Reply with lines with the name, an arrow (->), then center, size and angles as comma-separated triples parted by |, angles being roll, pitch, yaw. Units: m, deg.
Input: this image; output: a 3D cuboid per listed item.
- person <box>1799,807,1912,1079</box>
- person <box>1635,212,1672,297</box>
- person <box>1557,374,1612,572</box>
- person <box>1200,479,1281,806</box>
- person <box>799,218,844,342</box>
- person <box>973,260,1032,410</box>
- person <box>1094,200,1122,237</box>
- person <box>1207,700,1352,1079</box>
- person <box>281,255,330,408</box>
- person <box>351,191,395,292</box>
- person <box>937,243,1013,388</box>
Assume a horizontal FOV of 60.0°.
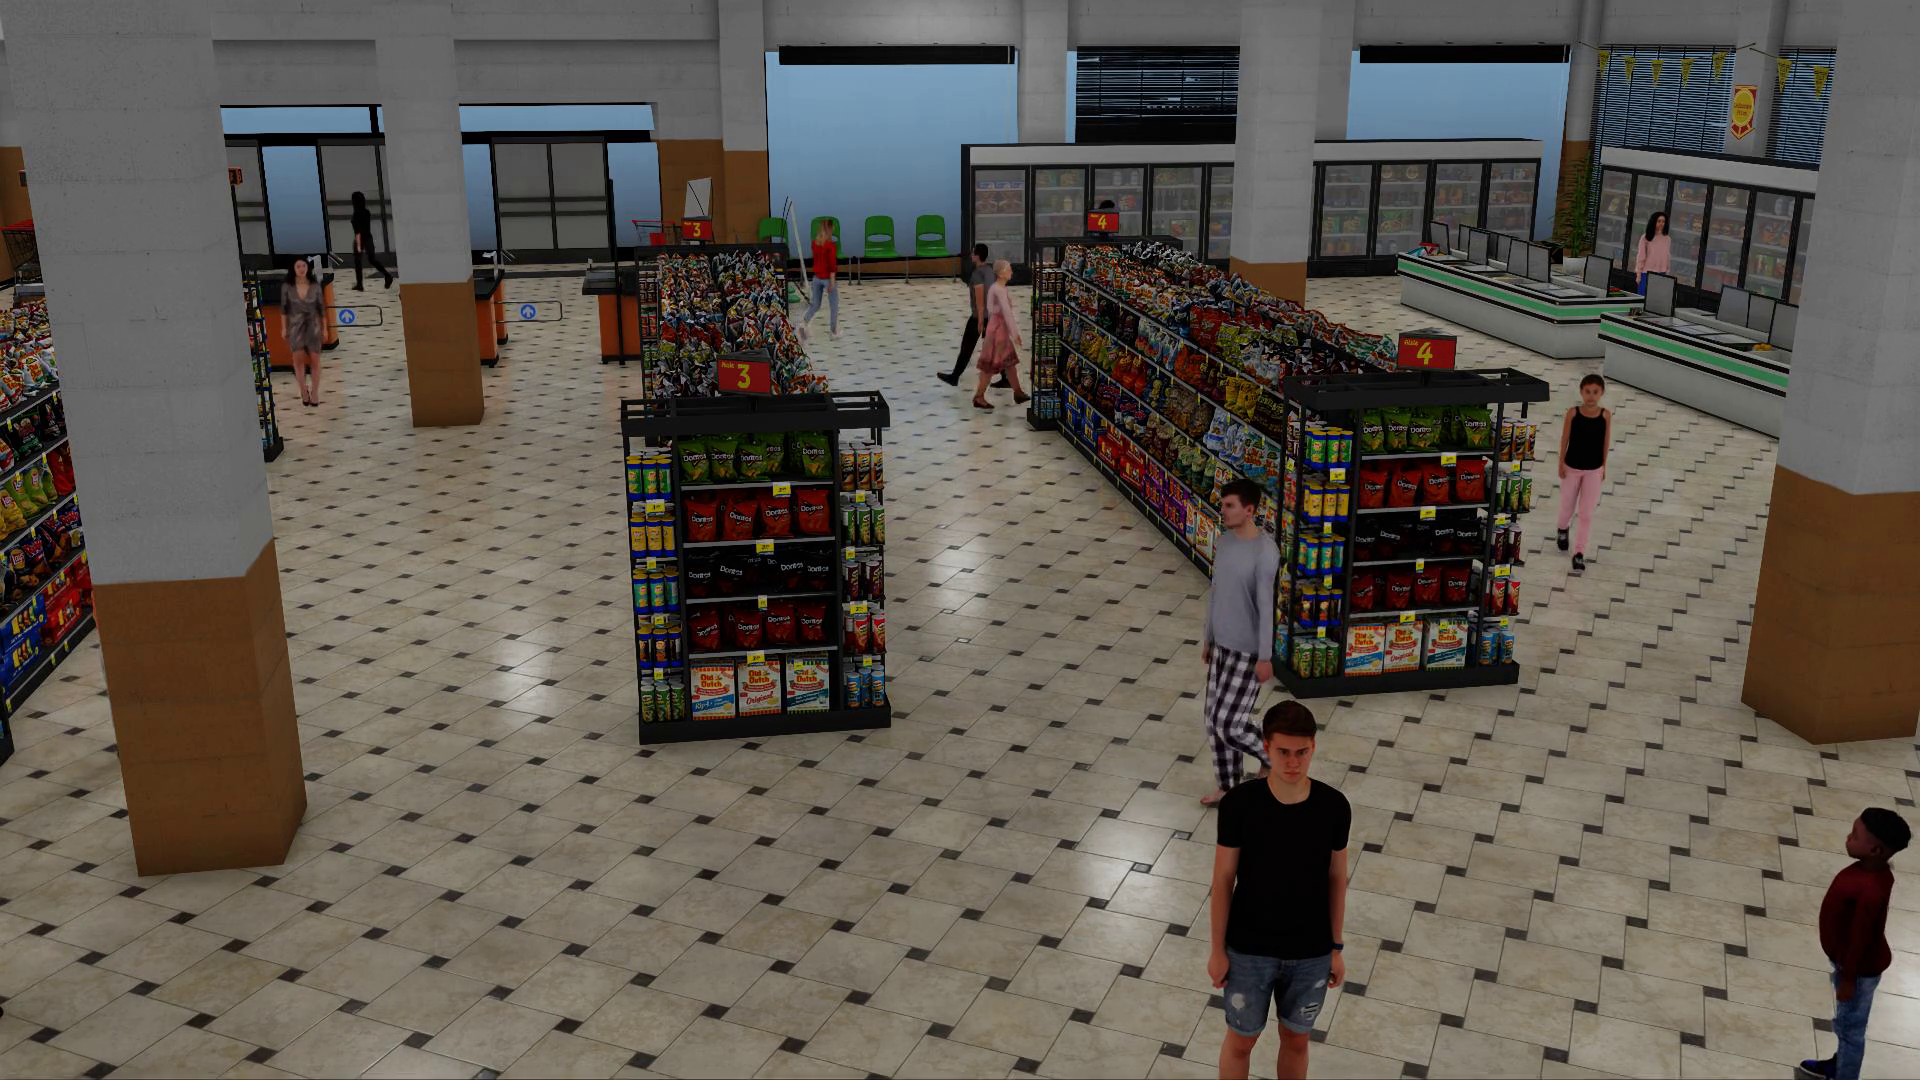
person -> 3.518, 1.625, 6.490 | 0.645, 1.253, 0.578 | 10, 20, 30
person -> 9.502, -3.619, 22.869 | 0.663, 1.771, 0.579 | -1, 17, -3
person -> 4.924, -0.557, 13.174 | 0.761, 1.546, 0.996 | 4, 17, 14
person -> 1.577, 0.565, 8.986 | 0.820, 1.832, 0.774 | -9, 19, -27
person -> -1.911, -3.494, 22.628 | 1.041, 1.673, 1.121 | 11, 20, 32
person -> 0.341, -2.276, 18.635 | 0.698, 1.662, 0.911 | -1, 17, -4
person -> 2.134, -4.123, 24.646 | 1.077, 1.704, 1.183 | -13, 21, -37
person -> 1.150, 1.451, 6.042 | 0.676, 1.847, 0.589 | -1, 17, -3
person -> -7.411, -2.359, 18.793 | 0.700, 1.729, 0.684 | -7, 18, -23
person -> -9.690, -4.870, 27.247 | 0.979, 1.620, 1.037 | 7, 18, 21
person -> 0.348, -2.597, 19.612 | 1.123, 1.708, 1.169 | 8, 18, 23
